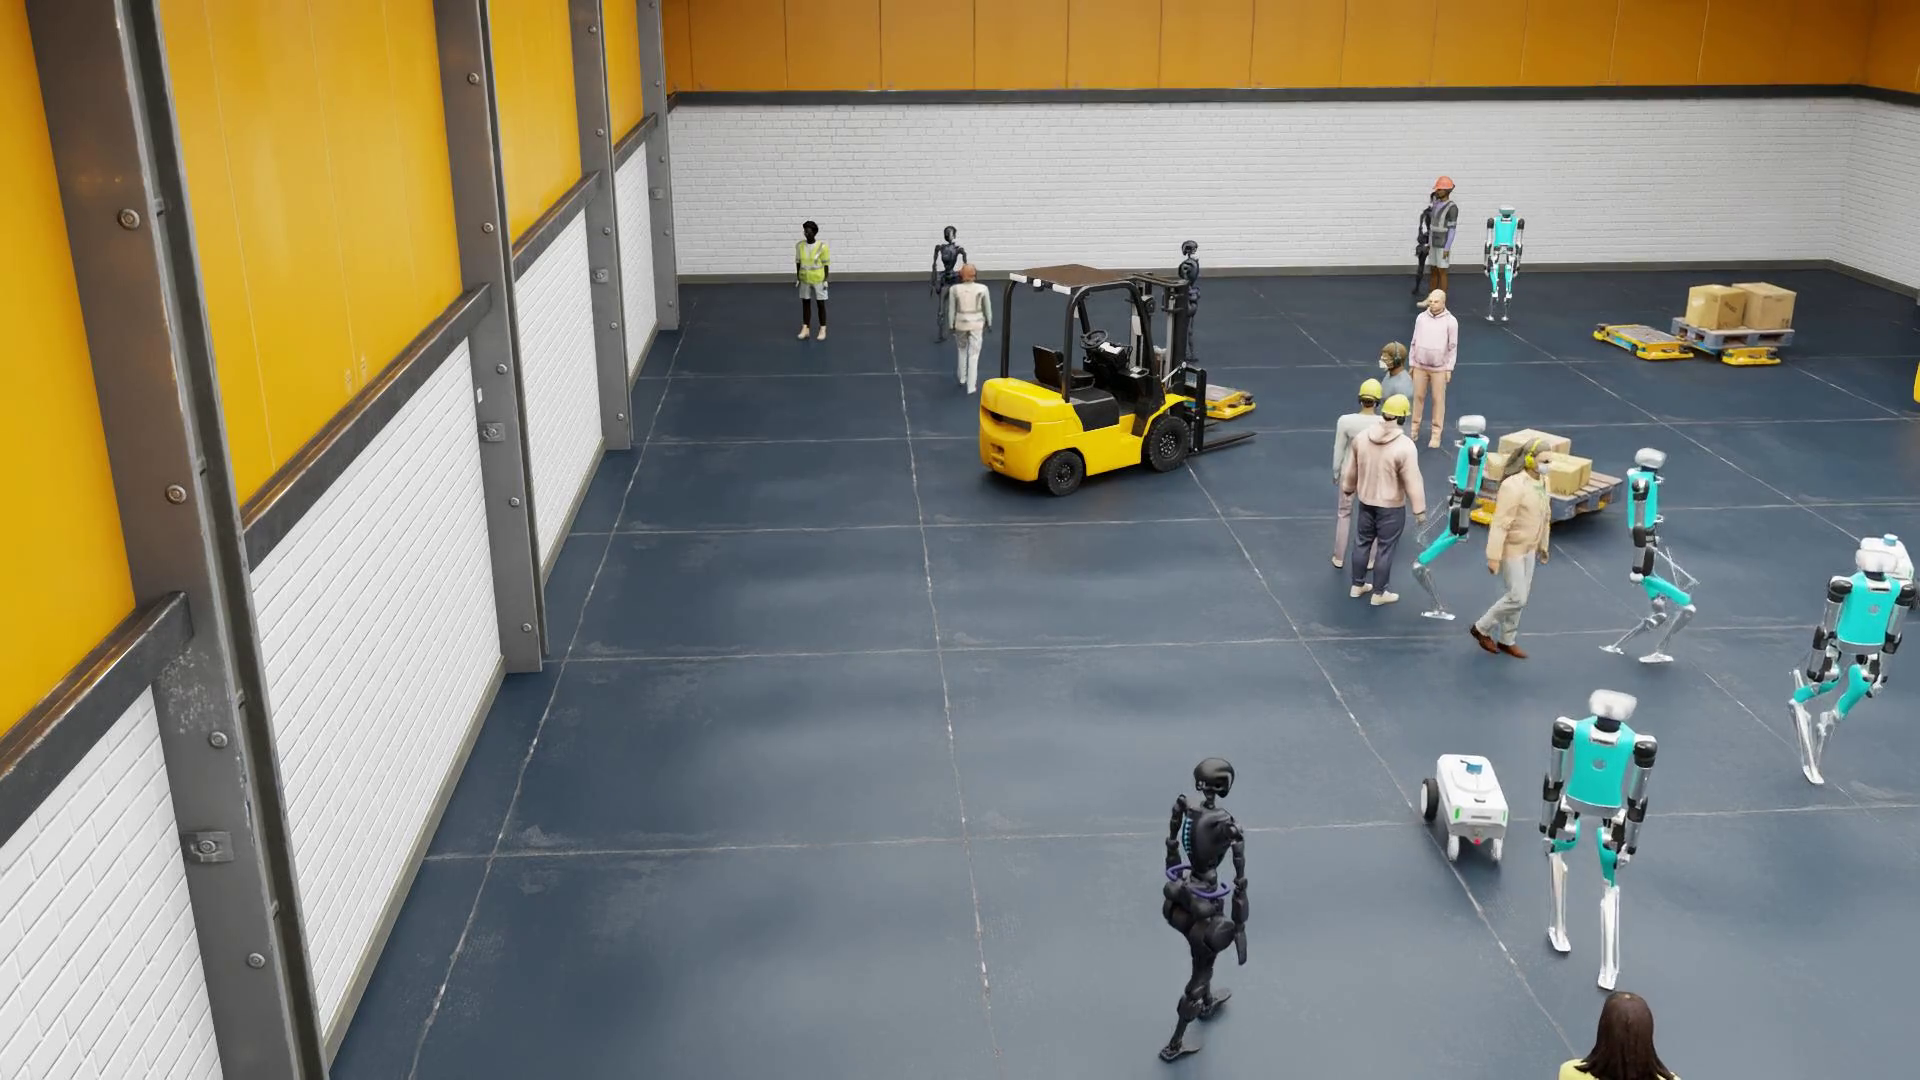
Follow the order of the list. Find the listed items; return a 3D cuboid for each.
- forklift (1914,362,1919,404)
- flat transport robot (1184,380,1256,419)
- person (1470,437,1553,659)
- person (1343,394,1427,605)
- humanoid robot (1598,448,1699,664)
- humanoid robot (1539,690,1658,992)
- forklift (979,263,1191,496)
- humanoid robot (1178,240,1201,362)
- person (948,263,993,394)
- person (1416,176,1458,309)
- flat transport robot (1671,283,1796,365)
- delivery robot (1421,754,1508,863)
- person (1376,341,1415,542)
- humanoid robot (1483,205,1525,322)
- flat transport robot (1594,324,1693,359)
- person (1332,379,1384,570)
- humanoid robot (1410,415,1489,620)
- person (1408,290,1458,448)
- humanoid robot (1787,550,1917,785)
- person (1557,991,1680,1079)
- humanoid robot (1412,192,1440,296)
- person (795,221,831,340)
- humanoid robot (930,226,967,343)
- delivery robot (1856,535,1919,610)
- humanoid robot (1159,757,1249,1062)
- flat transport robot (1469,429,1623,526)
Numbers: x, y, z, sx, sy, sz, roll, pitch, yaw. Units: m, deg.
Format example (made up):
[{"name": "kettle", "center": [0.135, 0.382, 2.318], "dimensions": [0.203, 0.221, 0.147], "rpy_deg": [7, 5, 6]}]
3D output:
[{"name": "forklift", "center": [12.602, -2.435, 19.475], "dimensions": [2.313, 2.155, 1.214], "rpy_deg": [-1, 20, -4]}, {"name": "flat transport robot", "center": [2.842, -1.745, 20.383], "dimensions": [1.431, 0.231, 0.659], "rpy_deg": [16, 25, 37]}, {"name": "person", "center": [4.412, 0.071, 13.131], "dimensions": [0.603, 1.855, 0.411], "rpy_deg": [-17, 26, -39]}, {"name": "person", "center": [3.609, -0.339, 14.253], "dimensions": [0.435, 1.853, 0.825], "rpy_deg": [-17, 26, -38]}, {"name": "humanoid robot", "center": [5.549, 0.184, 13.009], "dimensions": [0.823, 1.787, 0.533], "rpy_deg": [9, 22, 24]}, {"name": "humanoid robot", "center": [3.526, 1.564, 9.254], "dimensions": [0.539, 1.768, 0.786], "rpy_deg": [10, 22, 25]}, {"name": "forklift", "center": [1.315, -1.764, 17.646], "dimensions": [2.313, 2.155, 1.214], "rpy_deg": [-14, 24, -33]}, {"name": "humanoid robot", "center": [3.052, -3.201, 22.303], "dimensions": [0.367, 1.644, 0.601], "rpy_deg": [7, 21, 19]}, {"name": "person", "center": [0.143, -2.690, 21.008], "dimensions": [0.535, 1.612, 0.725], "rpy_deg": [5, 21, 12]}, {"name": "person", "center": [7.299, -4.513, 25.355], "dimensions": [0.374, 2.043, 0.606], "rpy_deg": [-5, 21, -14]}, {"name": "flat transport robot", "center": [10.561, -2.657, 22.866], "dimensions": [0.659, 0.231, 1.431], "rpy_deg": [-3, 20, -9]}, {"name": "delivery robot", "center": [3.266, 1.676, 10.659], "dimensions": [0.499, 0.604, 0.807], "rpy_deg": [2, 20, 6]}, {"name": "person", "center": [4.089, -0.936, 15.773], "dimensions": [0.362, 1.931, 0.628], "rpy_deg": [2, 20, 5]}, {"name": "humanoid robot", "center": [7.888, -3.989, 24.179], "dimensions": [0.533, 1.672, 0.735], "rpy_deg": [5, 21, 13]}, {"name": "flat transport robot", "center": [9.512, -2.767, 23.167], "dimensions": [0.659, 0.231, 1.431], "rpy_deg": [-3, 20, -9]}, {"name": "person", "center": [3.647, -0.594, 15.094], "dimensions": [0.528, 1.758, 0.357], "rpy_deg": [5, 21, 13]}, {"name": "humanoid robot", "center": [4.034, -0.167, 13.991], "dimensions": [0.652, 1.824, 0.543], "rpy_deg": [4, 21, 10]}, {"name": "person", "center": [5.306, -1.938, 18.710], "dimensions": [0.527, 1.783, 0.401], "rpy_deg": [13, 24, 31]}, {"name": "humanoid robot", "center": [5.929, 0.890, 11.254], "dimensions": [0.541, 1.904, 0.728], "rpy_deg": [2, 20, 5]}, {"name": "person", "center": [2.506, 2.561, 6.490], "dimensions": [0.468, 1.765, 0.376], "rpy_deg": [5, 21, 14]}, {"name": "humanoid robot", "center": [7.462, -4.688, 26.362], "dimensions": [0.599, 1.643, 0.479], "rpy_deg": [-12, 23, -29]}, {"name": "person", "center": [-2.089, -3.681, 23.580], "dimensions": [0.535, 1.696, 0.322], "rpy_deg": [8, 22, 20]}, {"name": "humanoid robot", "center": [-0.112, -3.622, 23.532], "dimensions": [0.599, 1.655, 0.737], "rpy_deg": [10, 23, 26]}, {"name": "delivery robot", "center": [8.068, 0.269, 14.507], "dimensions": [0.499, 0.614, 0.803], "rpy_deg": [7, 21, 19]}, {"name": "humanoid robot", "center": [1.288, 1.857, 8.548], "dimensions": [0.646, 1.633, 0.610], "rpy_deg": [-14, 24, -33]}, {"name": "flat transport robot", "center": [5.753, -0.346, 16.569], "dimensions": [1.431, 0.231, 0.659], "rpy_deg": [-15, 25, -35]}]
